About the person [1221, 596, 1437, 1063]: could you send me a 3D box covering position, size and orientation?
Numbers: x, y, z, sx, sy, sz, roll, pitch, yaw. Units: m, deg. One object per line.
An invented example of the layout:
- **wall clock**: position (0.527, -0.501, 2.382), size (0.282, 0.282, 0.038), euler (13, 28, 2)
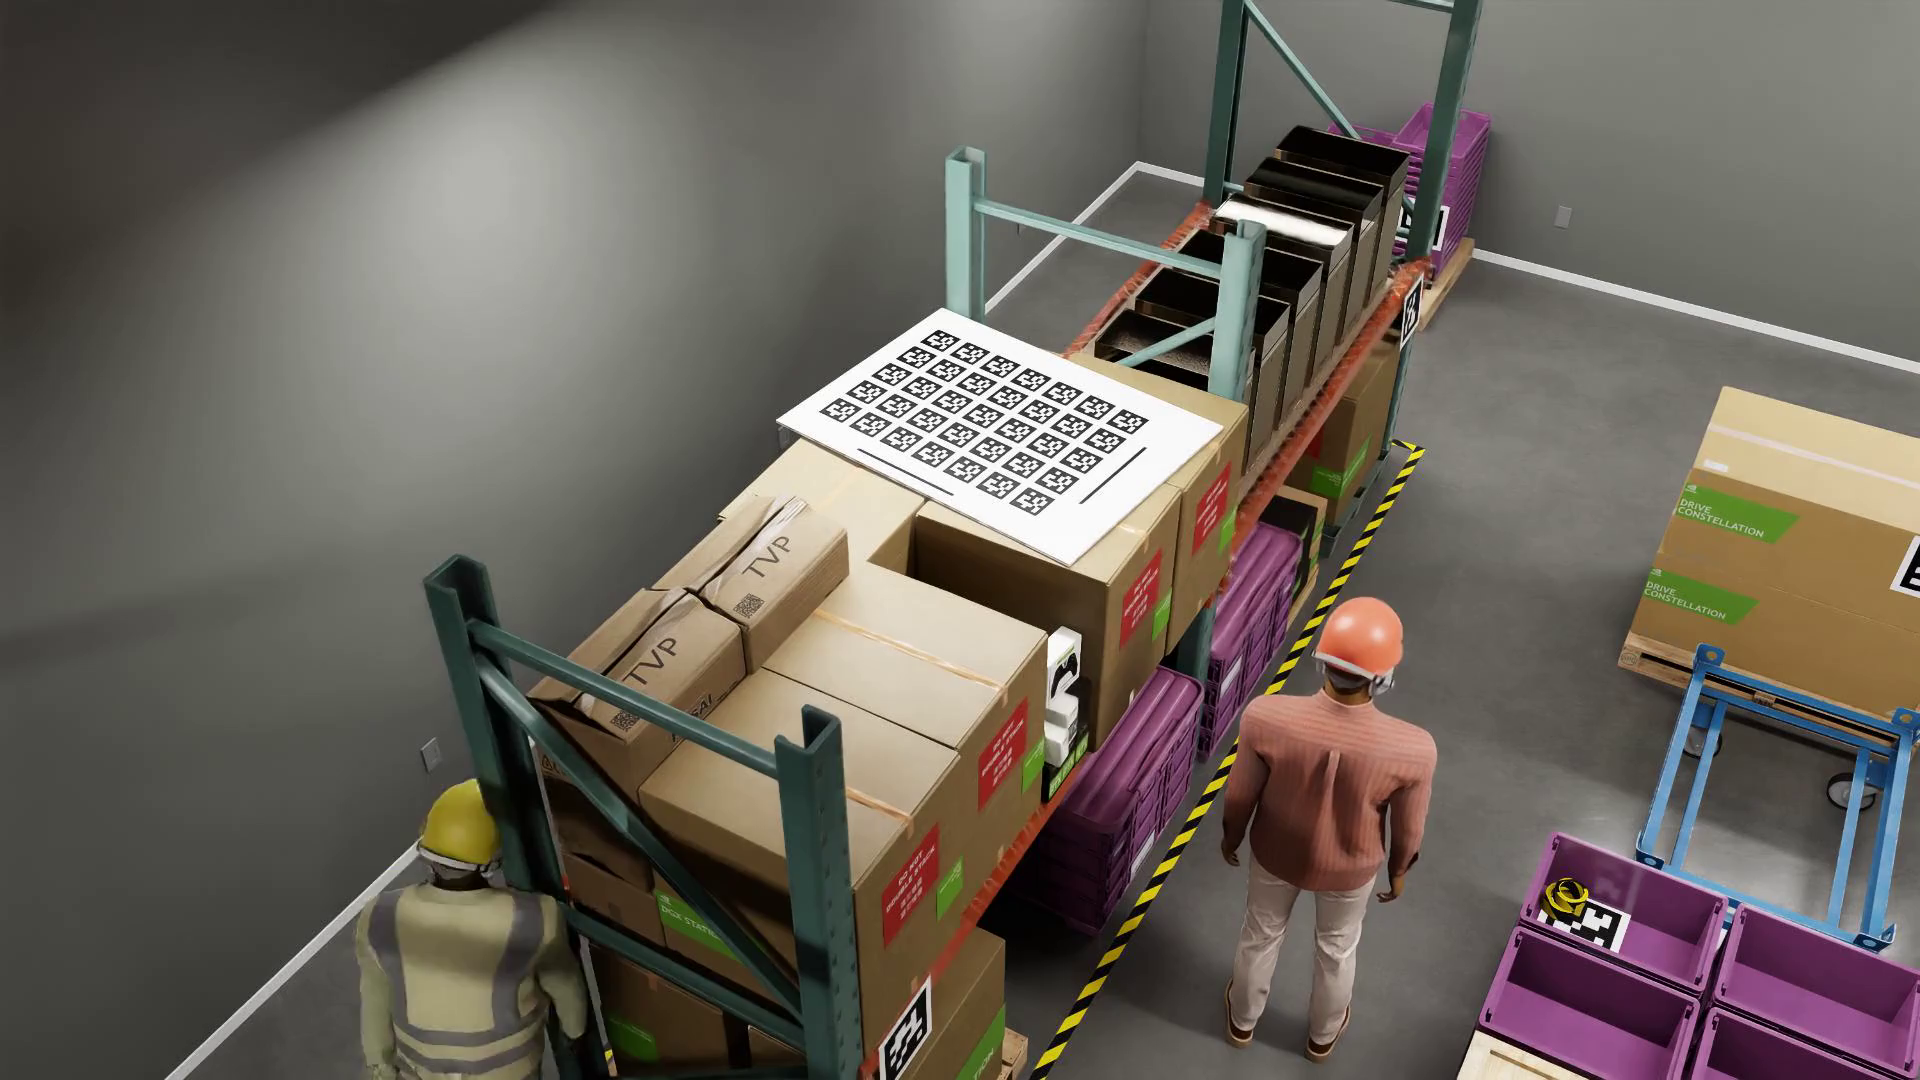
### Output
- **person**: position (1.158, 0.980, 5.392), size (0.624, 1.983, 0.398), euler (10, 41, 12)

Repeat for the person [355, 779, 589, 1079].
- **person**: position (-1.421, 1.449, 4.995), size (0.617, 1.773, 0.855), euler (1, 40, 1)
